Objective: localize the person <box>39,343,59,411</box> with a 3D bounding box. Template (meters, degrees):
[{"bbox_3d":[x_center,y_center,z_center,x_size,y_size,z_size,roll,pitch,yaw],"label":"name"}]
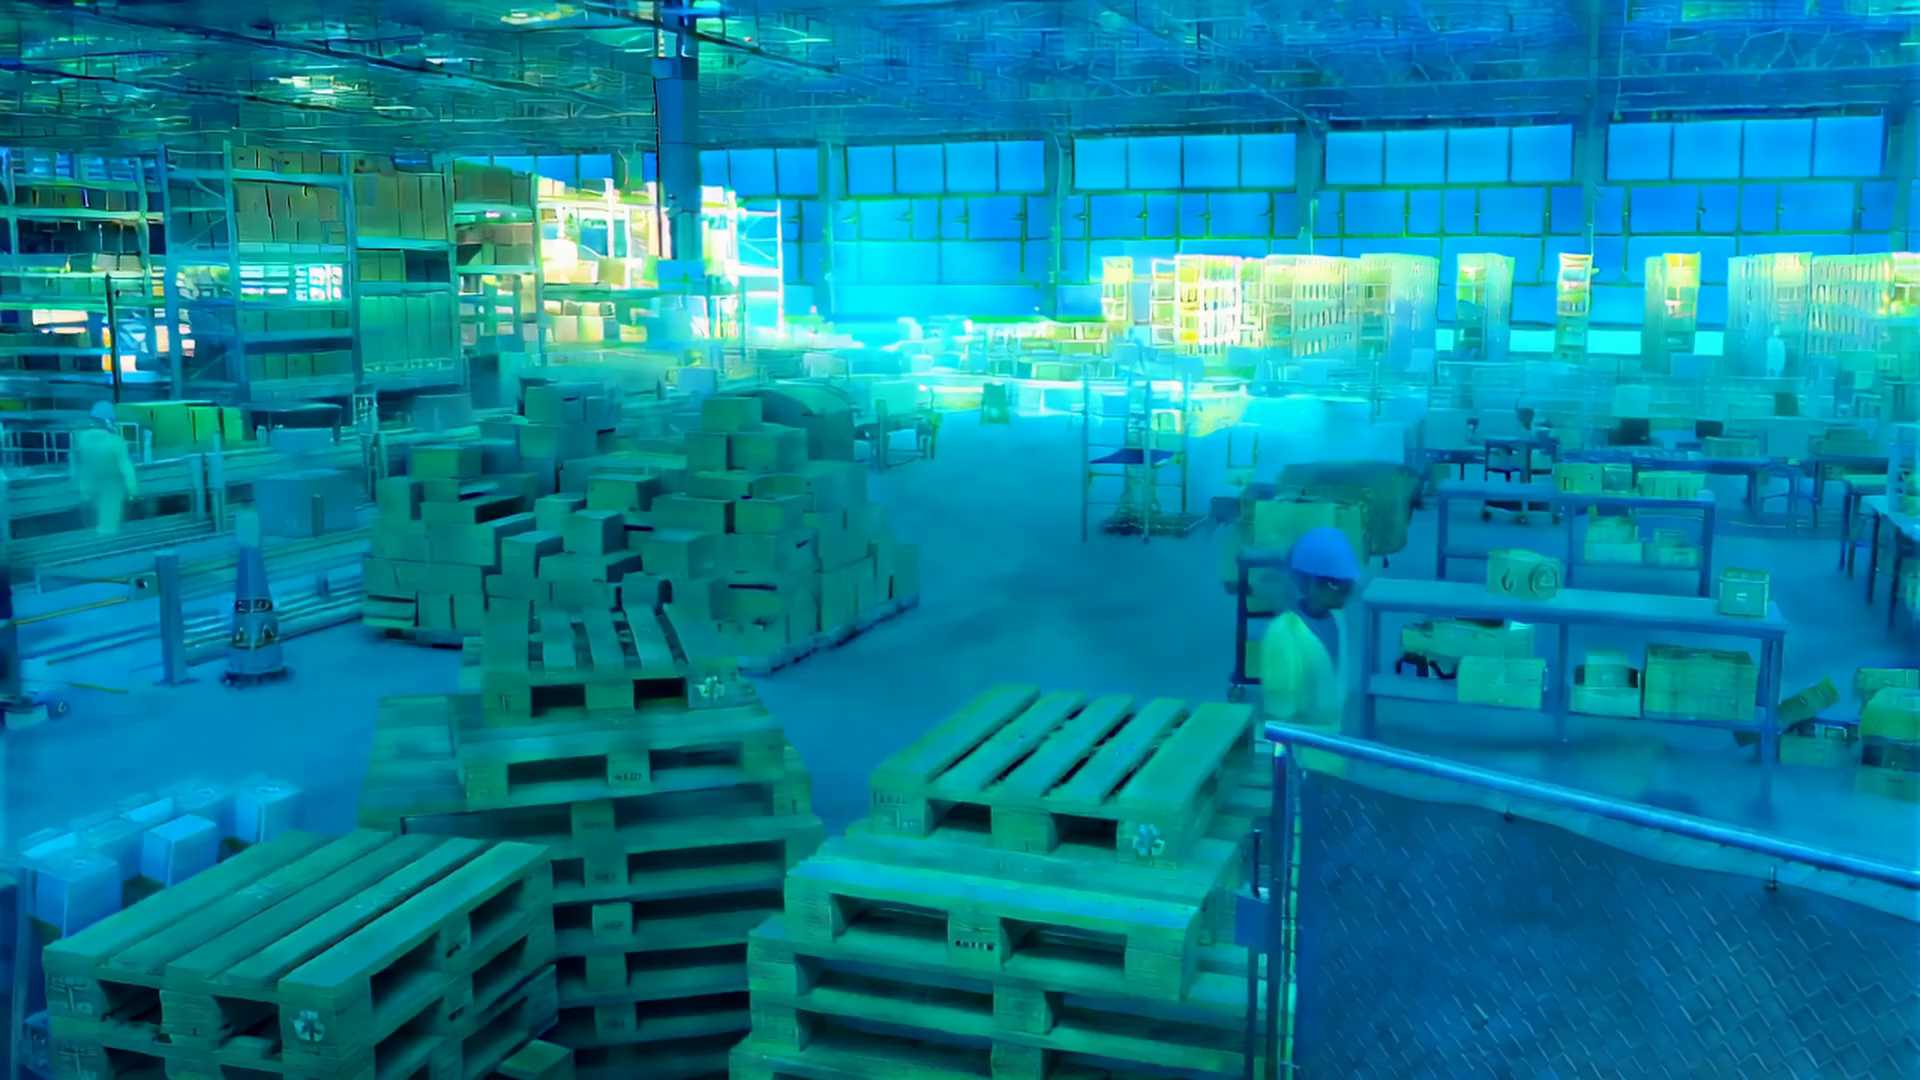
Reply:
[{"bbox_3d":[-19.480,-3.395,35.378,0.712,1.612,0.500,3,9,17],"label":"person"}]

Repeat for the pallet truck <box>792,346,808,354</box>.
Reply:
[{"bbox_3d":[-3.705,-4.298,42.022,0.653,1.274,1.630,3,10,20],"label":"pallet truck"}]

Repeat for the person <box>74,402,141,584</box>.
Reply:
[{"bbox_3d":[-8.469,-0.478,16.526,0.609,1.789,0.919,3,10,21],"label":"person"}]

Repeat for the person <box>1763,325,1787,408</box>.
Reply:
[{"bbox_3d":[18.736,-3.982,38.159,0.402,1.907,0.649,6,11,34],"label":"person"}]

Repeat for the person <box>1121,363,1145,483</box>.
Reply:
[{"bbox_3d":[2.538,-1.708,24.331,0.327,1.760,0.523,3,10,20],"label":"person"}]

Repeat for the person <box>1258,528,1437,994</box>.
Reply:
[{"bbox_3d":[1.494,0.933,7.040,1.067,1.982,0.637,8,12,41],"label":"person"}]

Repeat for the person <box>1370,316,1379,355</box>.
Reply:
[{"bbox_3d":[13.095,-6.330,52.658,0.415,1.985,0.611,3,10,19],"label":"person"}]

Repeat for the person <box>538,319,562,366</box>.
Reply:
[{"bbox_3d":[-10.408,-4.701,42.623,0.661,1.909,0.852,8,12,40],"label":"person"}]

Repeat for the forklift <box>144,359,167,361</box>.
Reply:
[{"bbox_3d":[-28.271,-7.538,57.421,1.129,2.768,1.873,3,10,20],"label":"forklift"}]

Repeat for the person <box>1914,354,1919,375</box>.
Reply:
[{"bbox_3d":[20.651,-3.536,35.612,0.612,1.813,0.423,-7,12,-38],"label":"person"}]

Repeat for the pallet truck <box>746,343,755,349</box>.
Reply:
[{"bbox_3d":[-6.183,-4.618,44.264,1.601,1.201,0.680,-9,12,-43],"label":"pallet truck"}]

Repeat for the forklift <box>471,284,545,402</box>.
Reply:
[{"bbox_3d":[-10.832,-4.702,39.610,1.129,2.768,1.873,3,10,20],"label":"forklift"}]
